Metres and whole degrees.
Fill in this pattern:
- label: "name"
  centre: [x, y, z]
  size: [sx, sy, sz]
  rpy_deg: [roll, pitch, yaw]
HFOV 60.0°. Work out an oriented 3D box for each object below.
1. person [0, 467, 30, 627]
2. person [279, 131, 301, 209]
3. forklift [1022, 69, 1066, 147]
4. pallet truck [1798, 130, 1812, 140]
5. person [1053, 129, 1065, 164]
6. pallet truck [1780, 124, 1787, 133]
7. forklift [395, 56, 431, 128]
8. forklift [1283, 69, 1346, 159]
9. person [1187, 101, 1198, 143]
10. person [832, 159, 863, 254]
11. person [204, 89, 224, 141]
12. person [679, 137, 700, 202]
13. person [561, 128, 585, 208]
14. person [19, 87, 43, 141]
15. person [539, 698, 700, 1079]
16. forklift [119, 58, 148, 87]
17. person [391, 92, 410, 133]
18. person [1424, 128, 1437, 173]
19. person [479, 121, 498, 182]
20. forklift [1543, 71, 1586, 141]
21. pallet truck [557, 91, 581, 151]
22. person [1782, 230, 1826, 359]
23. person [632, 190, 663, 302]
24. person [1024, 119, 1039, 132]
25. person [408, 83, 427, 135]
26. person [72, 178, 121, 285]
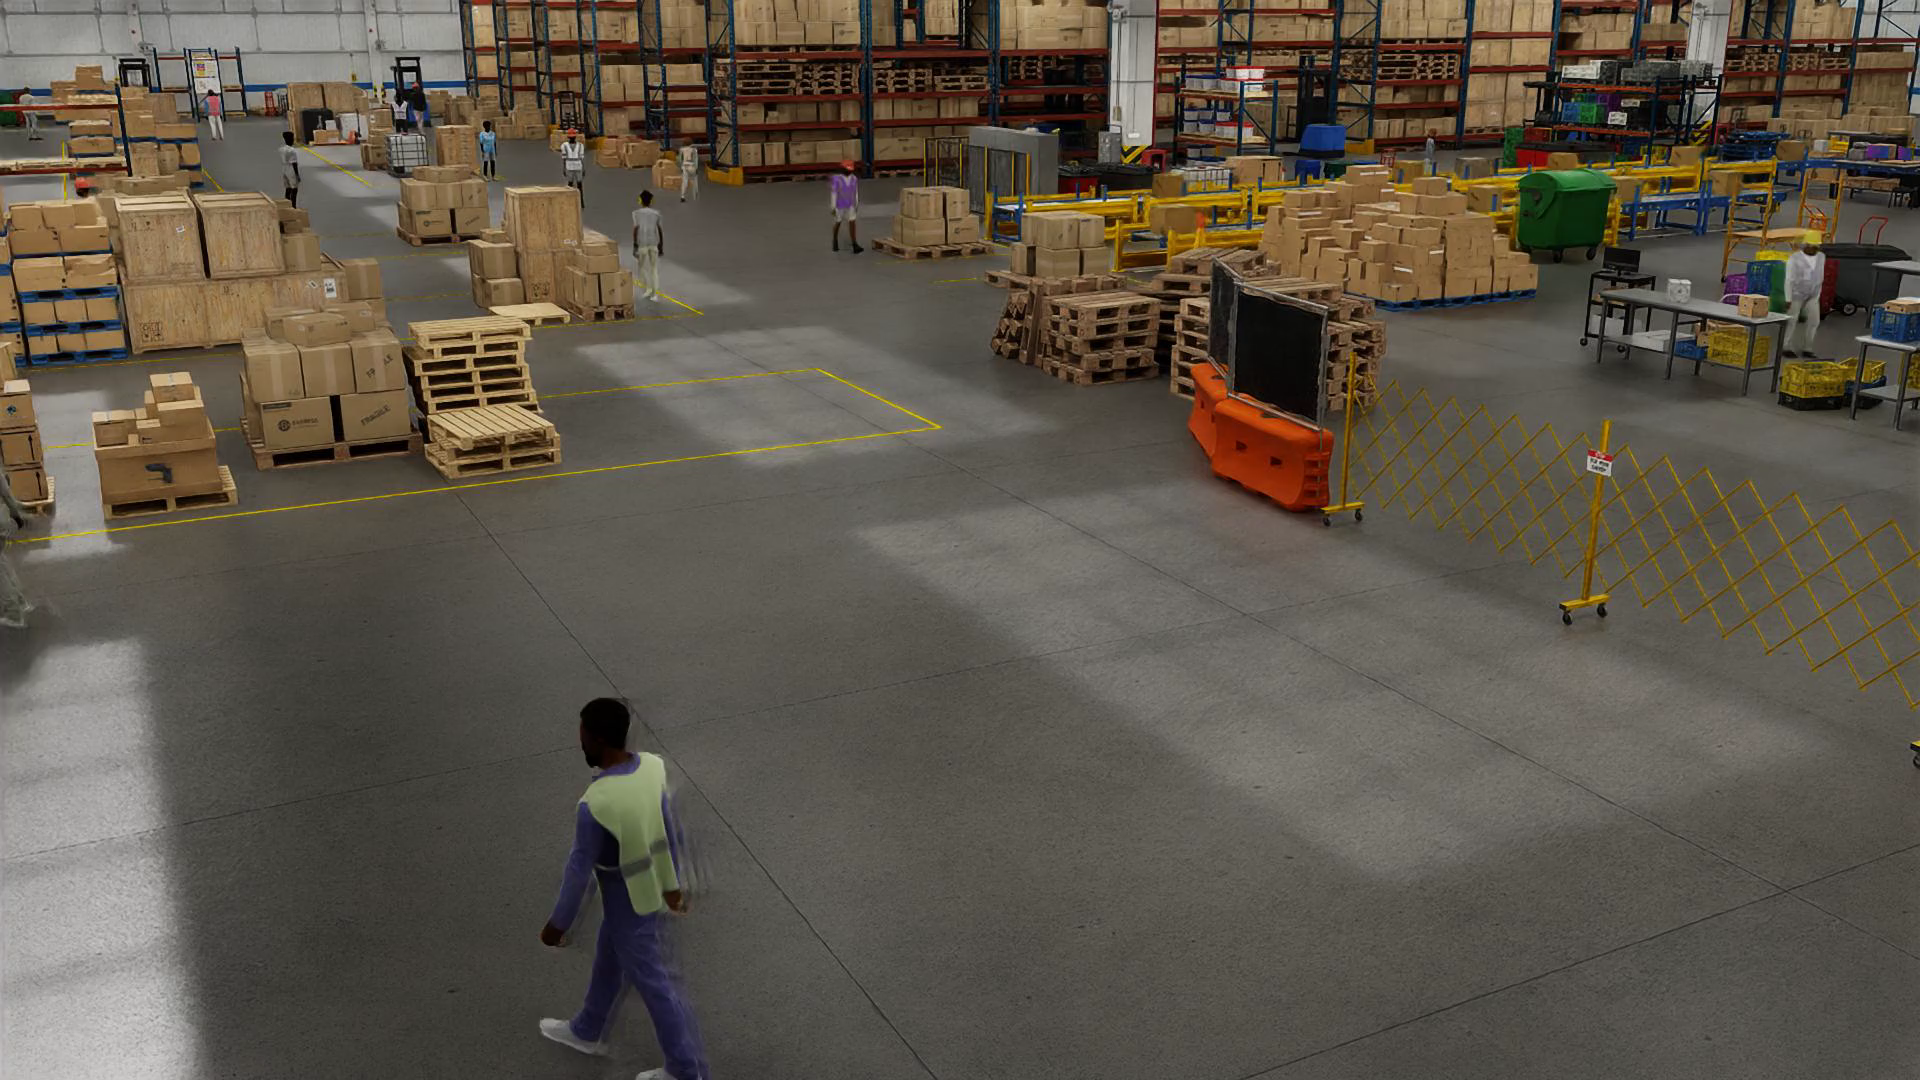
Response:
- label: "person"
  centre: [-7.682, -0.121, 13.095]
  size: [0.453, 1.699, 0.561]
  rpy_deg: [6, 19, 19]
- label: "person"
  centre: [-15.856, -8.683, 39.403]
  size: [0.605, 1.958, 0.387]
  rpy_deg: [16, 24, 41]
- label: "forklift"
  centre: [3.049, -13.934, 54.275]
  size: [1.873, 2.768, 1.129]
  rpy_deg: [-9, 20, -26]
- label: "pallet truck"
  centre: [25.526, -11.556, 49.408]
  size: [1.630, 1.274, 0.653]
  rpy_deg: [-9, 20, -26]
- label: "person"
  centre: [2.471, -9.840, 43.388]
  size: [0.844, 1.721, 0.526]
  rpy_deg: [-9, 20, -27]
- label: "pallet truck"
  centre: [25.206, -12.542, 52.601]
  size: [1.601, 1.201, 0.680]
  rpy_deg: [0, 18, -2]
- label: "forklift"
  centre: [-22.359, -18.242, 67.707]
  size: [1.129, 2.768, 1.873]
  rpy_deg: [-9, 20, -26]
- label: "forklift"
  centre: [11.615, -13.871, 54.079]
  size: [1.129, 2.768, 1.873]
  rpy_deg: [-9, 20, -27]
- label: "person"
  centre: [8.037, -14.425, 57.841]
  size: [0.505, 1.621, 0.375]
  rpy_deg: [-7, 19, -20]
- label: "person"
  centre: [-2.306, -6.693, 33.343]
  size: [0.620, 1.865, 1.031]
  rpy_deg: [-10, 20, -28]
- label: "person"
  centre: [-27.612, -15.724, 61.529]
  size: [0.429, 1.842, 0.630]
  rpy_deg: [15, 23, 39]
- label: "person"
  centre: [-6.910, -9.421, 42.259]
  size: [0.524, 1.606, 0.829]
  rpy_deg: [5, 18, 14]
- label: "person"
  centre: [-9.468, -9.121, 40.804]
  size: [0.548, 1.929, 0.391]
  rpy_deg: [-4, 18, -12]
- label: "person"
  centre: [-34.352, -15.742, 61.440]
  size: [0.627, 1.934, 0.371]
  rpy_deg: [4, 18, 11]
- label: "person"
  centre: [-1.610, 1.594, 7.474]
  size: [0.961, 1.876, 0.601]
  rpy_deg: [4, 18, 13]
- label: "forklift"
  centre: [-32.353, -17.503, 65.400]
  size: [1.129, 2.768, 1.873]
  rpy_deg: [-9, 20, -26]
- label: "person"
  centre: [-19.593, -14.710, 58.262]
  size: [0.593, 1.911, 0.383]
  rpy_deg: [-7, 19, -20]
- label: "person"
  centre: [12.702, -10.300, 44.973]
  size: [0.281, 1.624, 0.493]
  rpy_deg: [2, 18, 6]
- label: "person"
  centre: [-13.318, -10.980, 46.987]
  size: [0.322, 1.689, 0.530]
  rpy_deg: [14, 22, 37]
- label: "forklift"
  centre: [18.685, -13.231, 52.085]
  size: [1.873, 2.768, 1.129]
  rpy_deg: [-9, 20, -26]
- label: "pallet truck"
  centre: [-13.495, -14.412, 57.188]
  size: [0.823, 1.965, 1.885]
  rpy_deg: [-3, 18, -9]
- label: "person"
  centre: [11.762, -3.383, 23.100]
  size: [0.630, 1.809, 0.666]
  rpy_deg: [-3, 18, -8]
- label: "person"
  centre: [-5.250, -4.935, 27.882]
  size: [0.550, 1.847, 0.653]
  rpy_deg: [-8, 19, -23]
- label: "person"
  centre: [2.108, -11.483, 48.634]
  size: [0.511, 1.639, 0.308]
  rpy_deg: [10, 20, 28]
- label: "person"
  centre: [-20.917, -16.596, 64.068]
  size: [0.635, 1.943, 0.992]
  rpy_deg: [-13, 22, -34]
- label: "person"
  centre: [-15.364, -5.427, 29.366]
  size: [1.005, 1.877, 0.567]
  rpy_deg: [-2, 18, -6]
